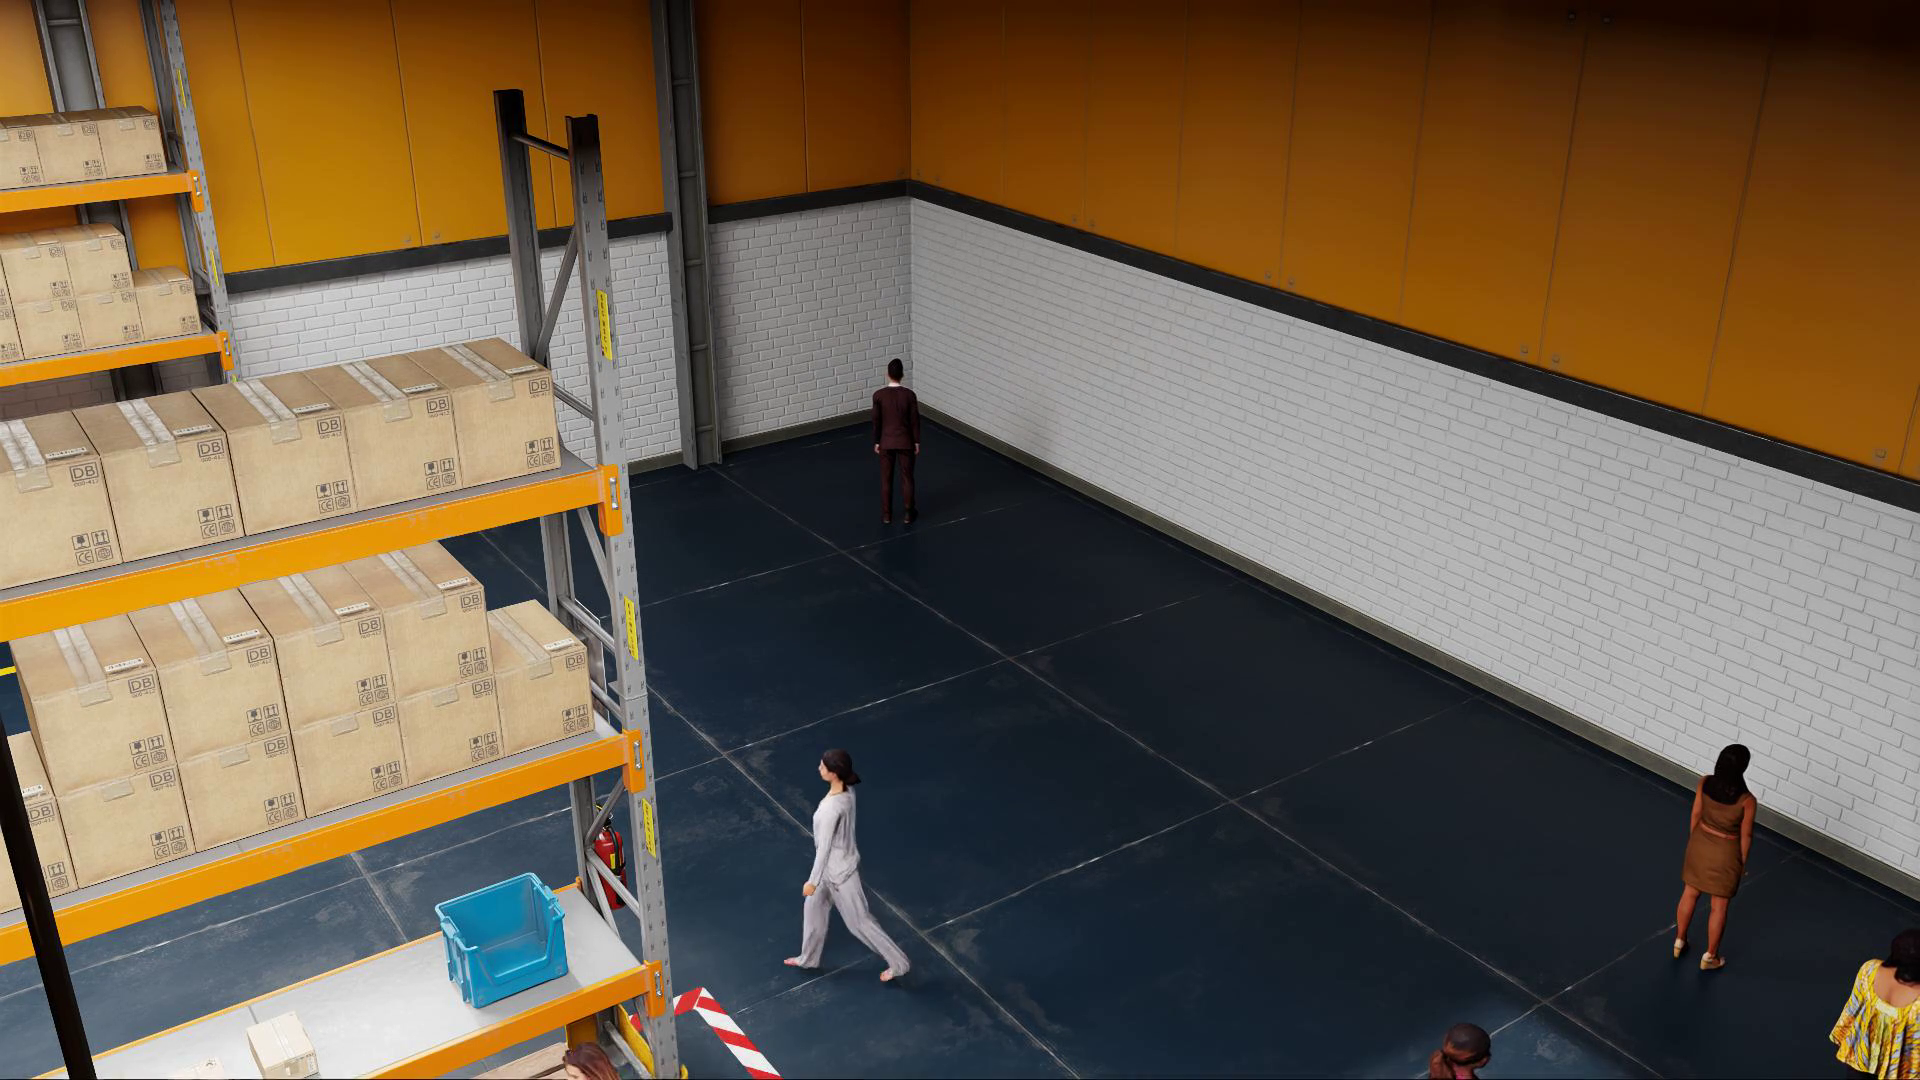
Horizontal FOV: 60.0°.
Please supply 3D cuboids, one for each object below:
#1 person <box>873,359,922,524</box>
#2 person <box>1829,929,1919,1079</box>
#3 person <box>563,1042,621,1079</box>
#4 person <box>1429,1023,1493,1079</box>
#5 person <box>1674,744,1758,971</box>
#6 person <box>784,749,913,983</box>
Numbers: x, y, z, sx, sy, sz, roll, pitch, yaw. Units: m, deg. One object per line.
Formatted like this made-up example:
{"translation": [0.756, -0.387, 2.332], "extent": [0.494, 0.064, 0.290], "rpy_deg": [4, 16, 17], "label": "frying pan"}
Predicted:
{"translation": [-0.693, -1.080, 18.256], "extent": [0.748, 1.865, 0.841], "rpy_deg": [0, 24, 1], "label": "person"}
{"translation": [5.233, 2.903, 9.406], "extent": [0.723, 1.655, 0.692], "rpy_deg": [-16, 28, -33], "label": "person"}
{"translation": [-1.731, 3.236, 8.516], "extent": [0.804, 1.758, 0.595], "rpy_deg": [-18, 29, -35], "label": "person"}
{"translation": [2.519, 3.213, 8.612], "extent": [0.680, 1.724, 0.657], "rpy_deg": [-3, 24, -7], "label": "person"}
{"translation": [5.066, 2.116, 11.163], "extent": [0.510, 1.690, 0.560], "rpy_deg": [-17, 29, -34], "label": "person"}
{"translation": [-0.698, 2.193, 10.936], "extent": [1.163, 1.731, 1.043], "rpy_deg": [2, 24, 4], "label": "person"}
